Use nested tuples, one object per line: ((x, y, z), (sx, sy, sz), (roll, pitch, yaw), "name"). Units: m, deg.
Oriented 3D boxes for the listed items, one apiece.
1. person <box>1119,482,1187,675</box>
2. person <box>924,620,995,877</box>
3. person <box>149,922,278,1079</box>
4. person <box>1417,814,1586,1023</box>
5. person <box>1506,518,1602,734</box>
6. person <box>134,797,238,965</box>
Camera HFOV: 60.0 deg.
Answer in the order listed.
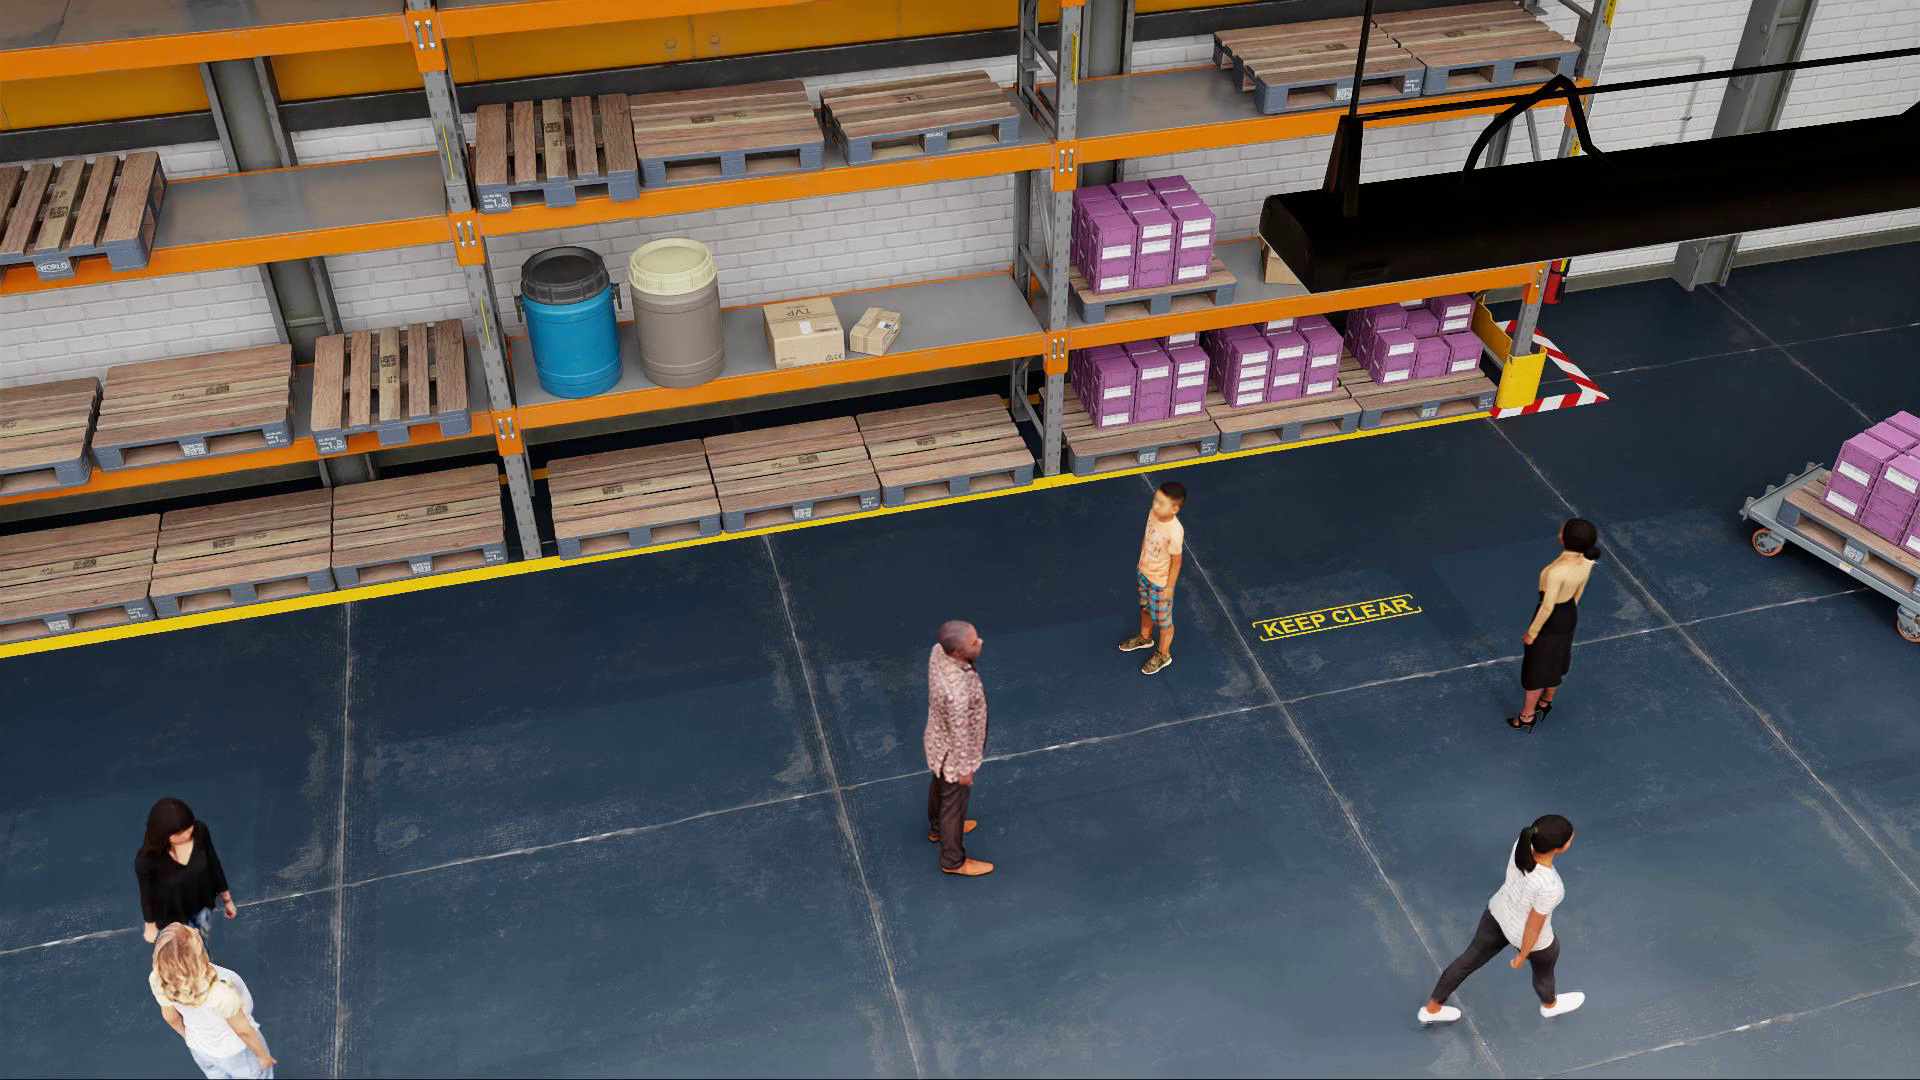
((1.309, 0.219, 10.960), (0.564, 1.462, 0.565), (-19, 42, -22), "person")
((-0.047, 1.163, 9.502), (0.595, 1.807, 0.677), (-7, 39, -9), "person")
((-3.525, 2.433, 7.979), (0.651, 1.723, 0.770), (9, 40, 11), "person")
((2.800, 2.012, 8.610), (1.139, 1.595, 0.595), (-7, 39, -9), "person")
((3.707, 0.533, 10.414), (0.597, 1.654, 0.715), (-25, 45, -28), "person")
((-4.123, 1.891, 8.746), (0.897, 1.613, 0.837), (25, 45, 27), "person")
